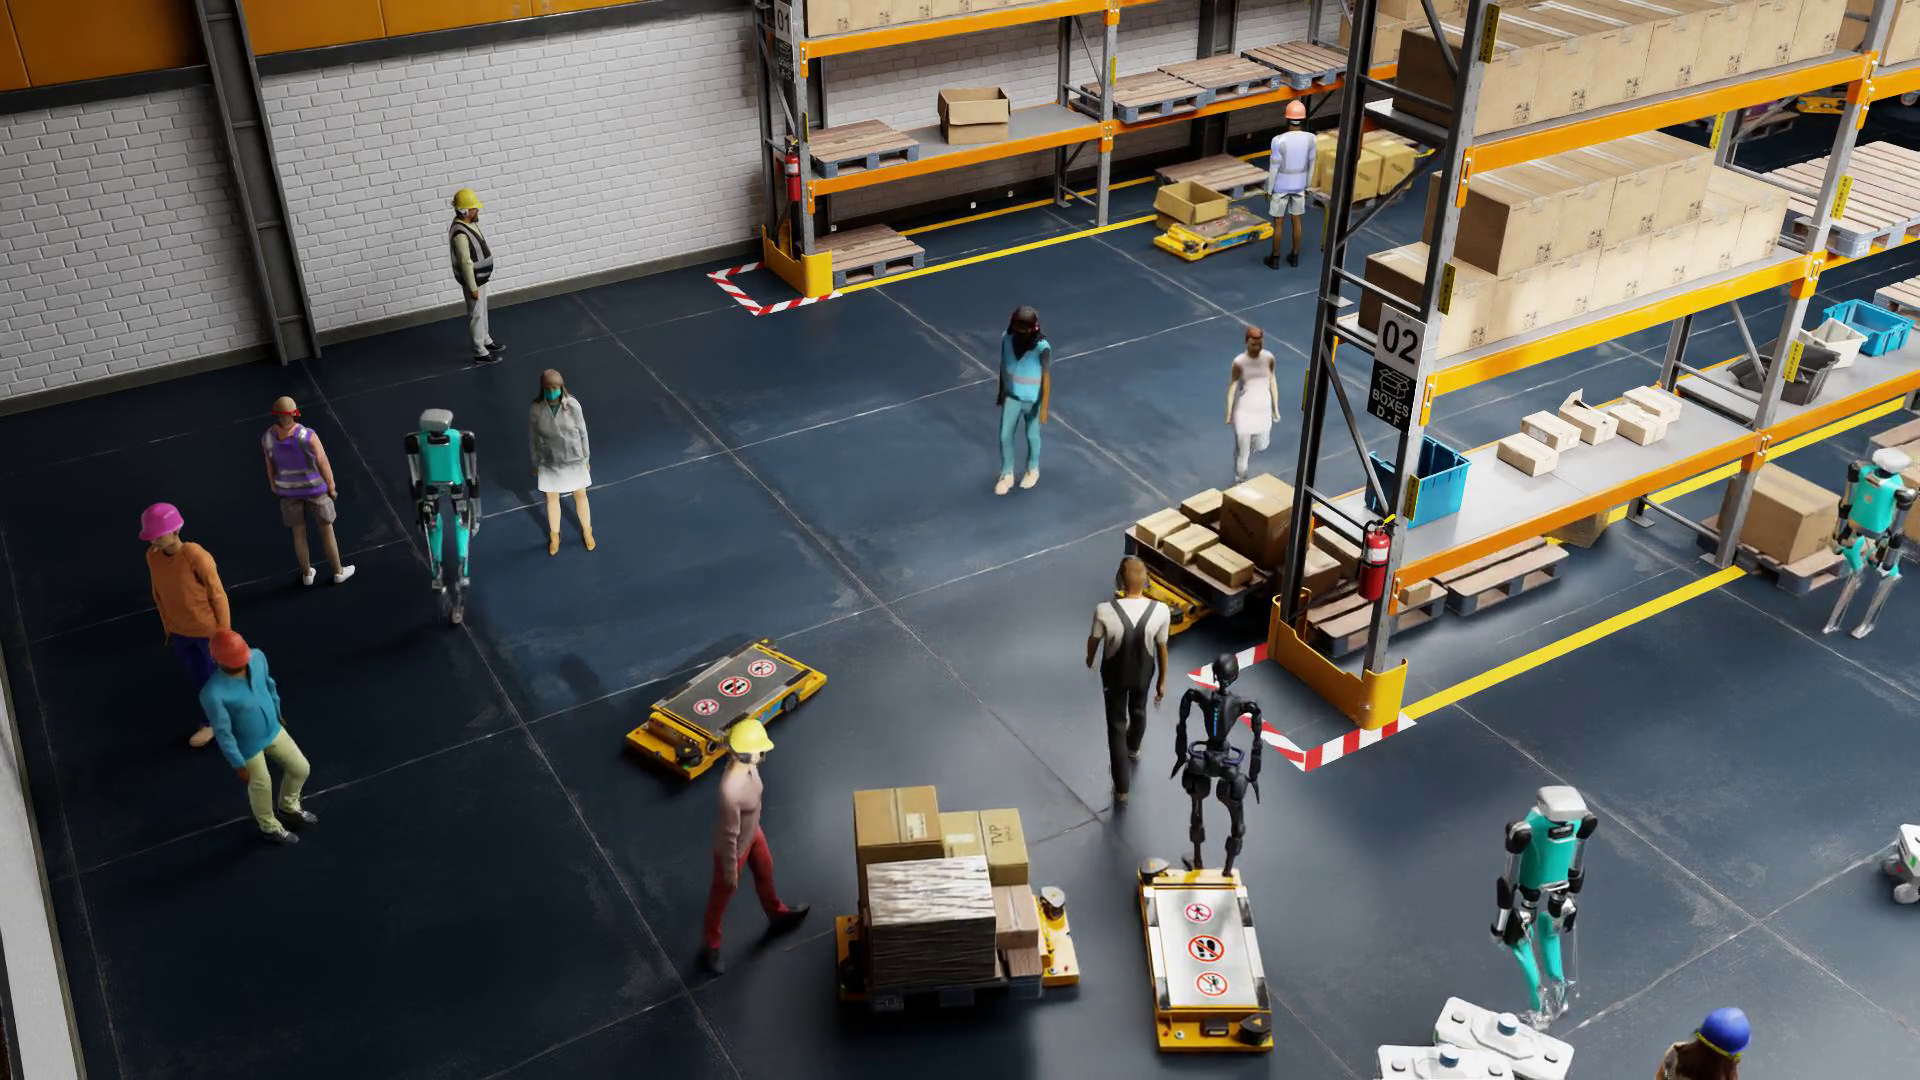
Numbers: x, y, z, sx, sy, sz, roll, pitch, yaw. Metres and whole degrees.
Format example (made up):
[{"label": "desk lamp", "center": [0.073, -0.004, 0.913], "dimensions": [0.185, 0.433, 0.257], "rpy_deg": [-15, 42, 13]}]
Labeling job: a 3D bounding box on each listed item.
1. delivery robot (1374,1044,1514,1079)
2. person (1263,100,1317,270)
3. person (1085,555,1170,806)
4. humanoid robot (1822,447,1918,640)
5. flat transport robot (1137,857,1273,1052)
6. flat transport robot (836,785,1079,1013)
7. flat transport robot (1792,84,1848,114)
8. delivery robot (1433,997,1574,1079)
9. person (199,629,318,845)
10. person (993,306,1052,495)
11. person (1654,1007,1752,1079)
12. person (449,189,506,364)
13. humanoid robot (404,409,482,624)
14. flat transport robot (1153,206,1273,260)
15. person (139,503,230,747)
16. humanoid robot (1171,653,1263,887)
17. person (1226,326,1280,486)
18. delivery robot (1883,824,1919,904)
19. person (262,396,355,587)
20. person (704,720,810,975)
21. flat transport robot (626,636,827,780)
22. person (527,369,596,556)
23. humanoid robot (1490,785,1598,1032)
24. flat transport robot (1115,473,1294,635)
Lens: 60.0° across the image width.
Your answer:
[{"label": "delivery robot", "center": [2.651, 2.987, 9.052], "dimensions": [0.775, 0.596, 0.499], "rpy_deg": [2, 32, 3]}, {"label": "person", "center": [3.741, -4.043, 18.964], "dimensions": [0.548, 1.933, 0.371], "rpy_deg": [-6, 33, -10]}, {"label": "person", "center": [1.116, 0.893, 11.213], "dimensions": [0.513, 1.817, 0.737], "rpy_deg": [-3, 32, -5]}, {"label": "humanoid robot", "center": [7.022, 0.024, 12.661], "dimensions": [0.851, 1.752, 0.561], "rpy_deg": [-16, 35, -23]}, {"label": "flat transport robot", "center": [1.468, 2.498, 10.099], "dimensions": [0.659, 0.231, 1.431], "rpy_deg": [0, 32, 0]}, {"label": "flat transport robot", "center": [-0.030, 2.466, 10.152], "dimensions": [1.431, 0.231, 0.659], "rpy_deg": [-3, 32, -5]}, {"label": "flat transport robot", "center": [12.601, -6.606, 24.620], "dimensions": [0.659, 0.231, 1.431], "rpy_deg": [3, 32, 4]}, {"label": "delivery robot", "center": [2.991, 2.855, 9.236], "dimensions": [0.732, 0.568, 0.506], "rpy_deg": [19, 37, 27]}, {"label": "person", "center": [-4.488, 1.271, 10.677], "dimensions": [0.434, 1.729, 0.589], "rpy_deg": [10, 33, 15]}, {"label": "person", "center": [0.547, -1.226, 14.558], "dimensions": [0.519, 1.838, 0.677], "rpy_deg": [14, 35, 21]}, {"label": "person", "center": [3.587, 2.899, 8.066], "dimensions": [0.786, 1.747, 0.508], "rpy_deg": [-15, 35, -22]}, {"label": "person", "center": [-4.929, -2.683, 16.904], "dimensions": [0.403, 1.825, 0.589], "rpy_deg": [-4, 32, -6]}, {"label": "humanoid robot", "center": [-3.958, -0.055, 12.854], "dimensions": [0.552, 1.851, 0.753], "rpy_deg": [-4, 32, -6]}, {"label": "flat transport robot", "center": [3.079, -3.690, 19.968], "dimensions": [1.431, 0.231, 0.659], "rpy_deg": [-21, 38, -29]}, {"label": "person", "center": [-5.293, 0.603, 11.509], "dimensions": [0.519, 1.983, 0.376], "rpy_deg": [8, 33, 12]}, {"label": "humanoid robot", "center": [1.601, 1.472, 10.418], "dimensions": [0.606, 1.646, 0.461], "rpy_deg": [12, 34, 18]}, {"label": "person", "center": [2.551, -1.143, 14.608], "dimensions": [0.465, 1.637, 0.707], "rpy_deg": [-9, 33, -15]}, {"label": "delivery robot", "center": [6.336, 2.060, 10.533], "dimensions": [0.798, 0.598, 0.499], "rpy_deg": [6, 33, 10]}, {"label": "person", "center": [-5.261, -0.380, 13.347], "dimensions": [0.492, 1.693, 0.349], "rpy_deg": [-2, 32, -4]}, {"label": "person", "center": [-1.283, 1.780, 9.869], "dimensions": [0.581, 1.728, 0.614], "rpy_deg": [5, 32, 8]}, {"label": "flat transport robot", "center": [-1.692, 1.200, 12.170], "dimensions": [0.659, 0.231, 1.431], "rpy_deg": [22, 38, 31]}, {"label": "person", "center": [-3.308, -0.641, 13.794], "dimensions": [0.483, 1.661, 0.337], "rpy_deg": [-6, 33, -10]}, {"label": "humanoid robot", "center": [3.261, 2.226, 9.167], "dimensions": [0.530, 1.806, 0.695], "rpy_deg": [-10, 33, -15]}, {"label": "flat transport robot", "center": [2.016, 0.320, 13.574], "dimensions": [1.431, 0.231, 0.659], "rpy_deg": [-22, 38, -31]}]
